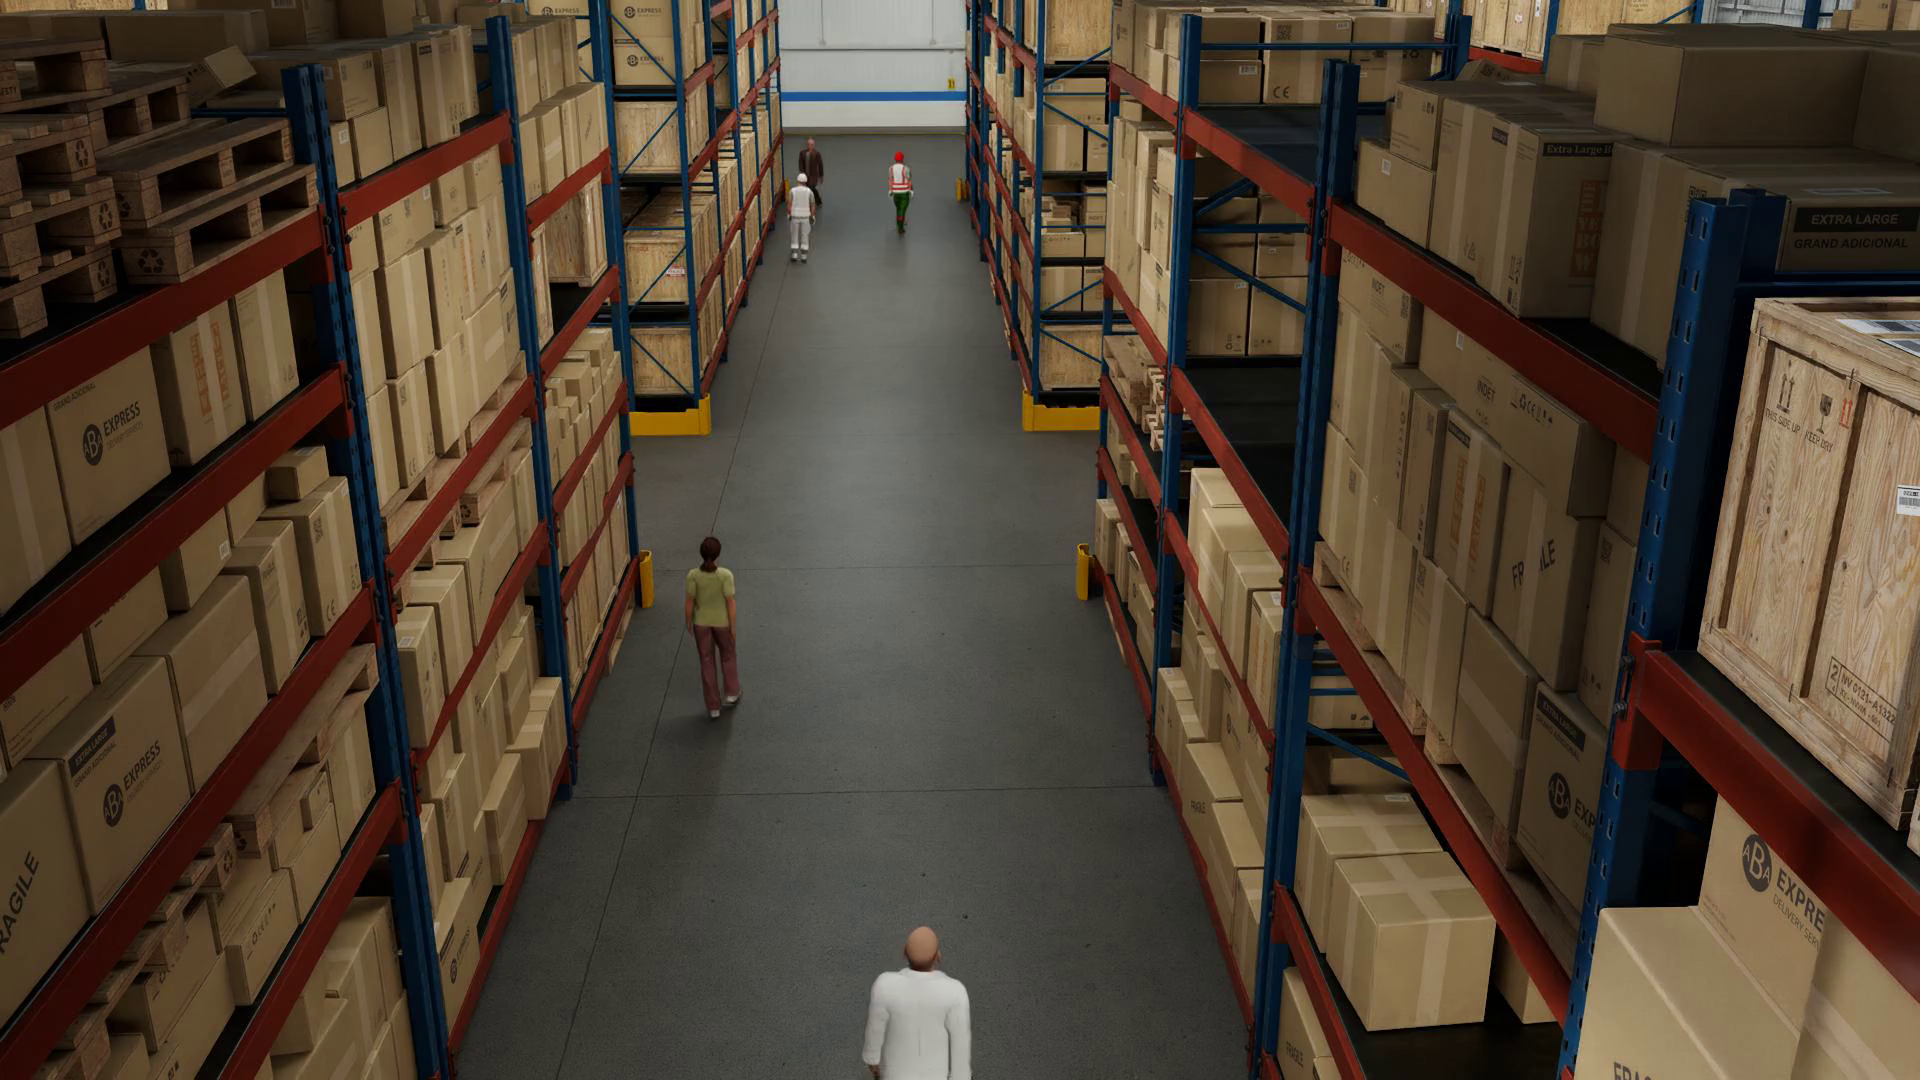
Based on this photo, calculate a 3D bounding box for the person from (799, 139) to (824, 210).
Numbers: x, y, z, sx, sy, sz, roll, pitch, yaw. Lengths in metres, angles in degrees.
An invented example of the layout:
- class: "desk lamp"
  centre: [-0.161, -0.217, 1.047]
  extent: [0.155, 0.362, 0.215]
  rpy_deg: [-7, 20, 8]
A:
- class: "person"
  centre: [-3.581, -8.751, 39.982]
  extent: [0.567, 1.734, 1.108]
  rpy_deg: [12, 23, 28]

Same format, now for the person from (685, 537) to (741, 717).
- class: "person"
  centre: [-2.188, 0.709, 14.700]
  extent: [0.449, 1.669, 0.630]
  rpy_deg: [-2, 21, -5]

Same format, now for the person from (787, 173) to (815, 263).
- class: "person"
  centre: [-3.269, -6.646, 34.237]
  extent: [0.571, 1.789, 0.499]
  rpy_deg: [-1, 20, -2]

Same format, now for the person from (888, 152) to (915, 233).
- class: "person"
  centre: [-1.253, -7.876, 37.544]
  extent: [0.552, 1.780, 0.769]
  rpy_deg: [9, 22, 22]

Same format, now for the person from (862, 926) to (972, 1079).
- class: "person"
  centre: [-0.222, 2.775, 9.004]
  extent: [0.601, 1.781, 0.673]
  rpy_deg: [1, 20, 3]
